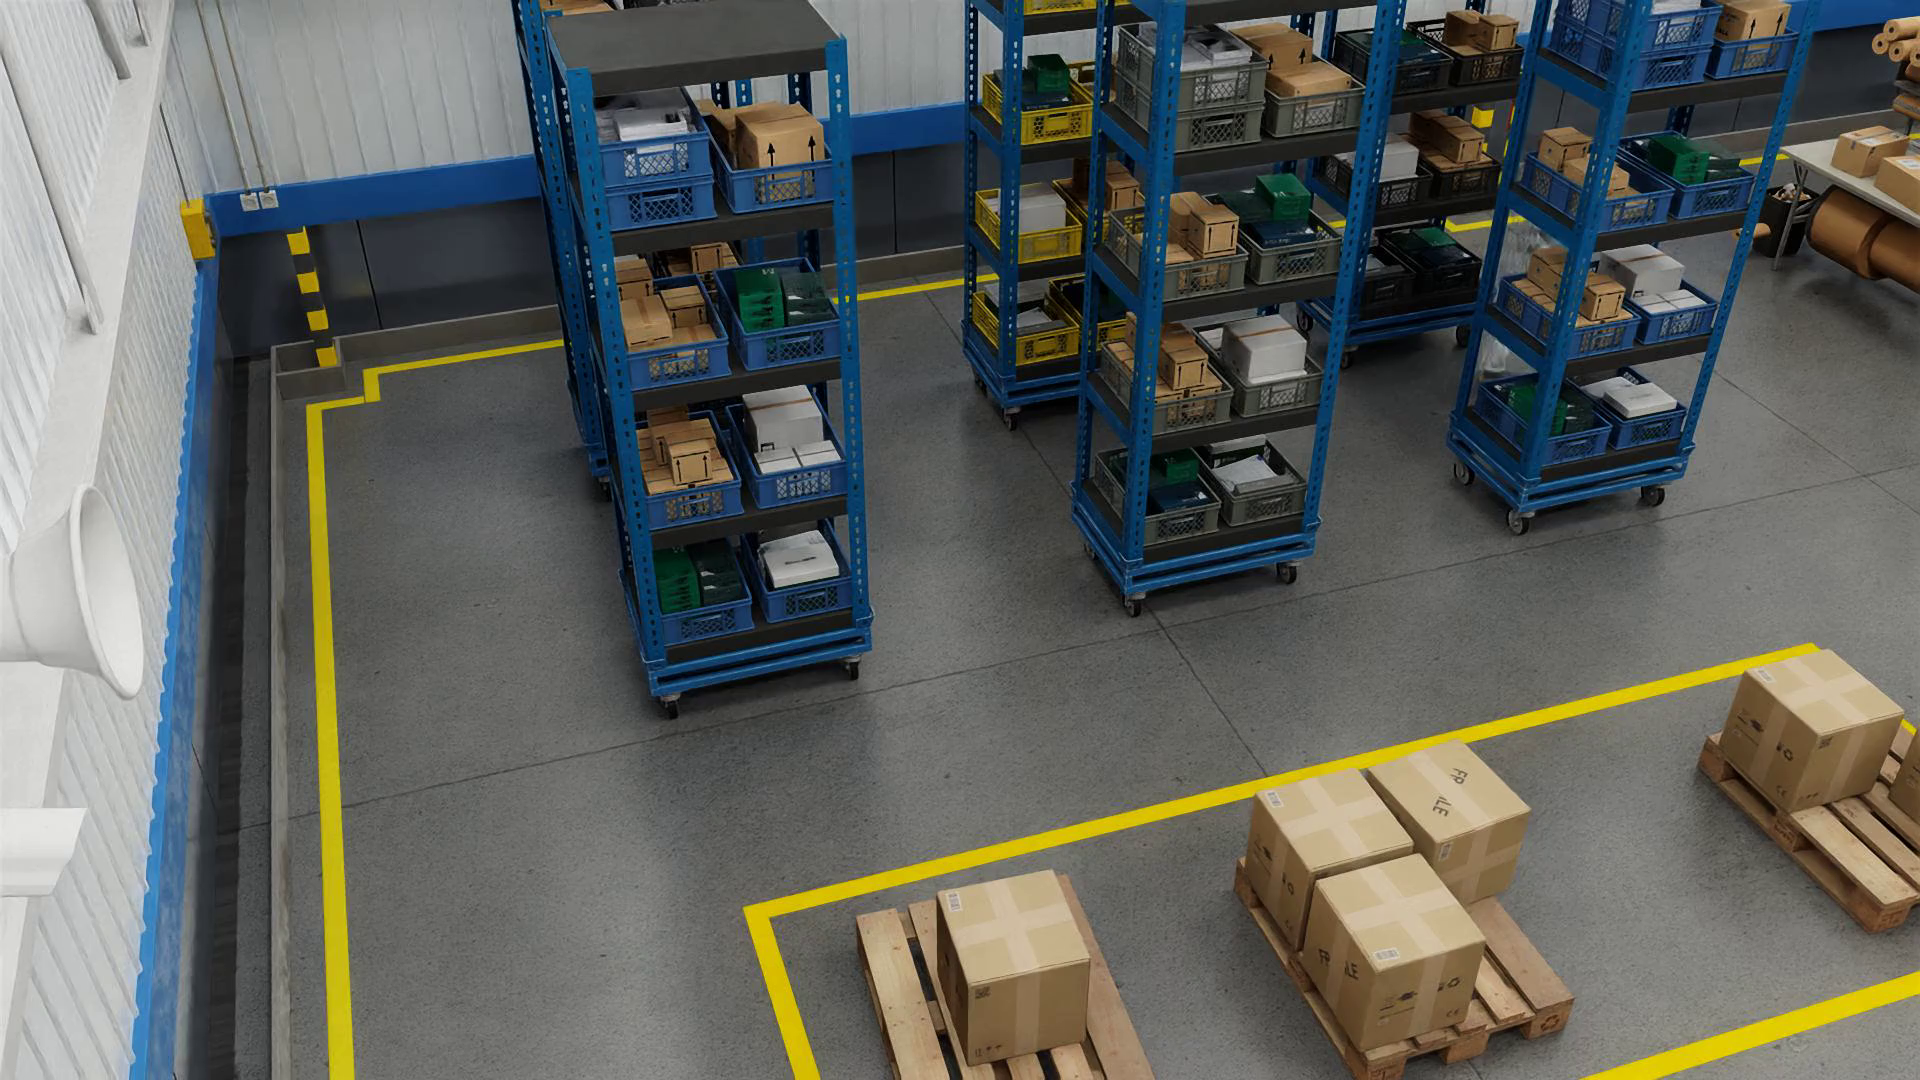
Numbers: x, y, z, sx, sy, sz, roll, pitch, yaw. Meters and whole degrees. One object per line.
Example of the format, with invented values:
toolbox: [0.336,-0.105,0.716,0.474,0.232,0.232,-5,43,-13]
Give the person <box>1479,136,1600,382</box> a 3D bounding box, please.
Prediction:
person: [4.141,-1.888,11.376,0.975,1.831,0.594,-8,36,-11]
